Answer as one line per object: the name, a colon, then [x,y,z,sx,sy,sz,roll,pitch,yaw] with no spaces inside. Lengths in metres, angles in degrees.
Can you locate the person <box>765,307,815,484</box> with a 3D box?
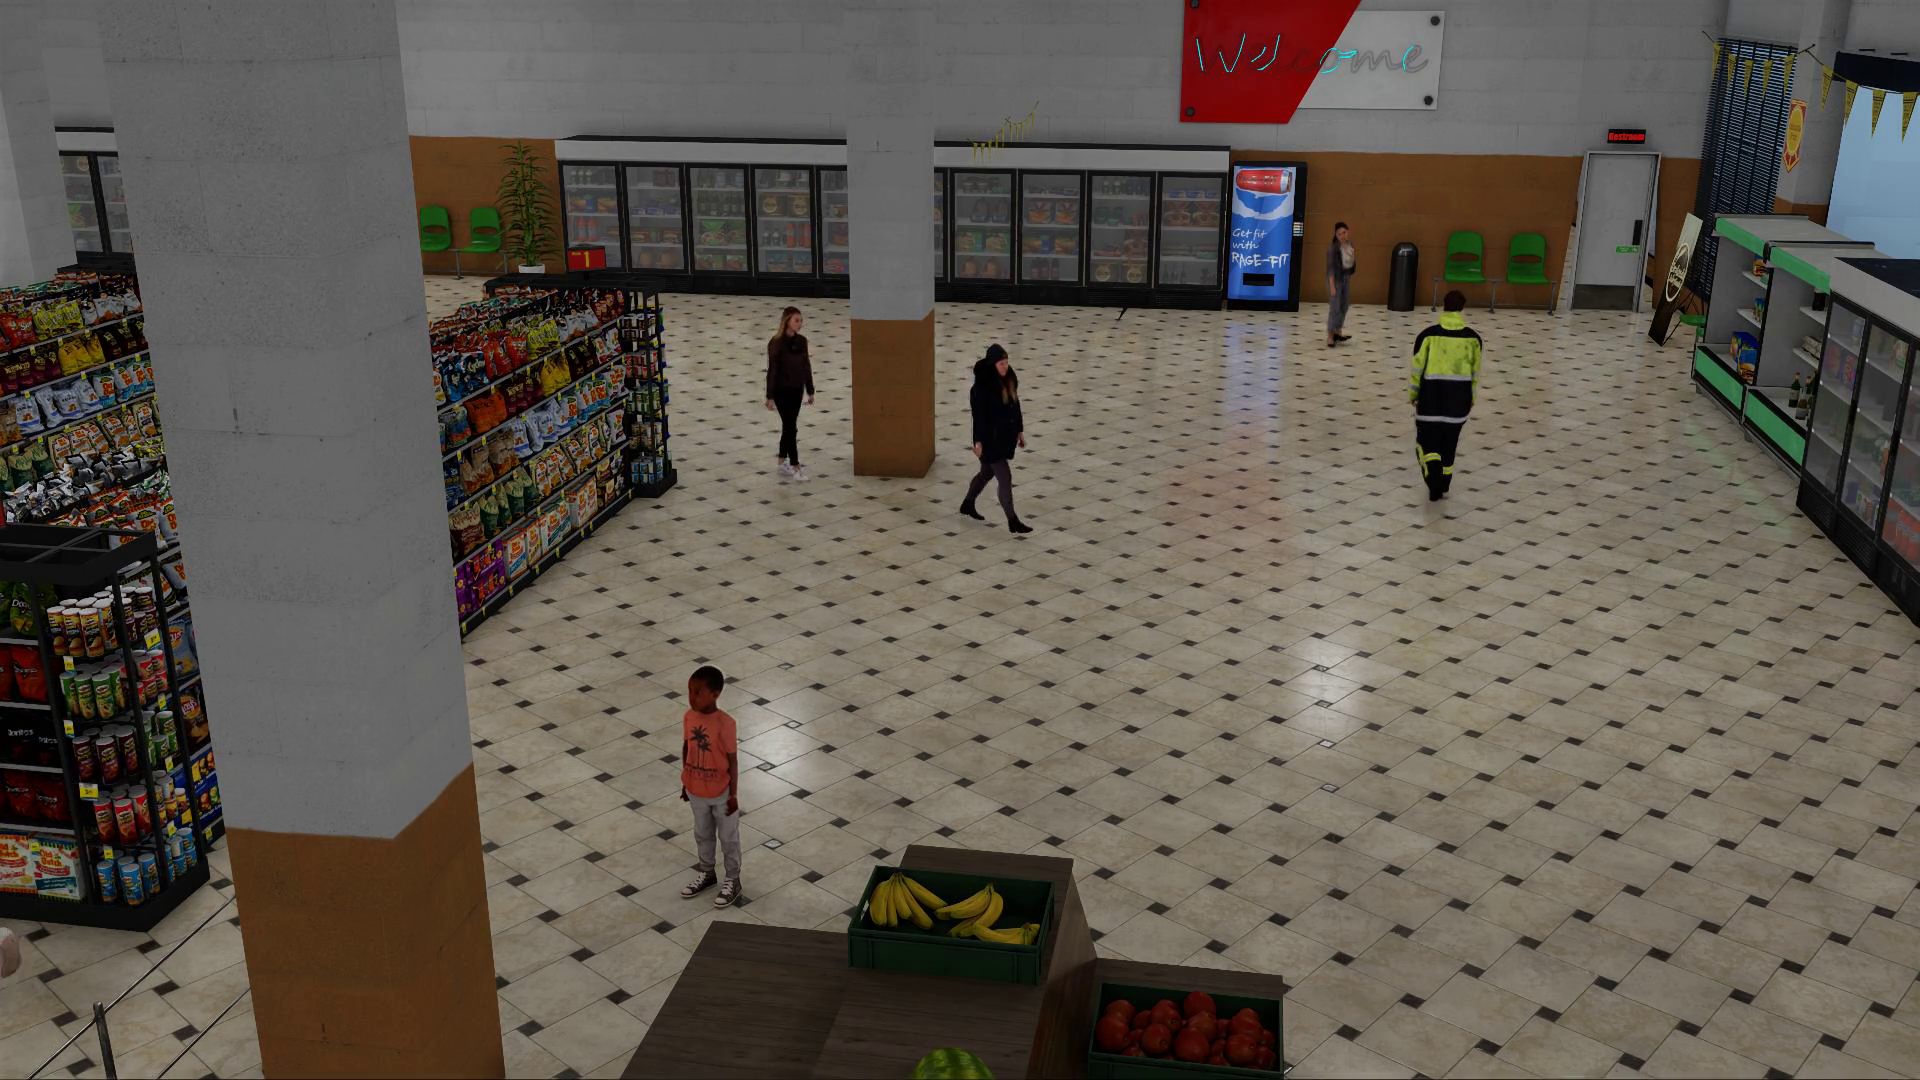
person: [-1.713,-1.424,16.087,0.945,1.682,0.926,17,25,41]

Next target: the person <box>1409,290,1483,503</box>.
person: [4.427,-1.283,15.233,0.866,1.959,1.079,1,19,2]

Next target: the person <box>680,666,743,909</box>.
person: [-1.291,1.269,8.683,0.546,1.310,0.548,10,21,27]

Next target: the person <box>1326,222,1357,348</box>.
person: [4.987,-3.354,21.873,0.929,1.642,0.855,16,24,38]

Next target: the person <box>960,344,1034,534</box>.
person: [0.249,-0.889,14.569,1.034,1.637,1.112,14,23,36]
